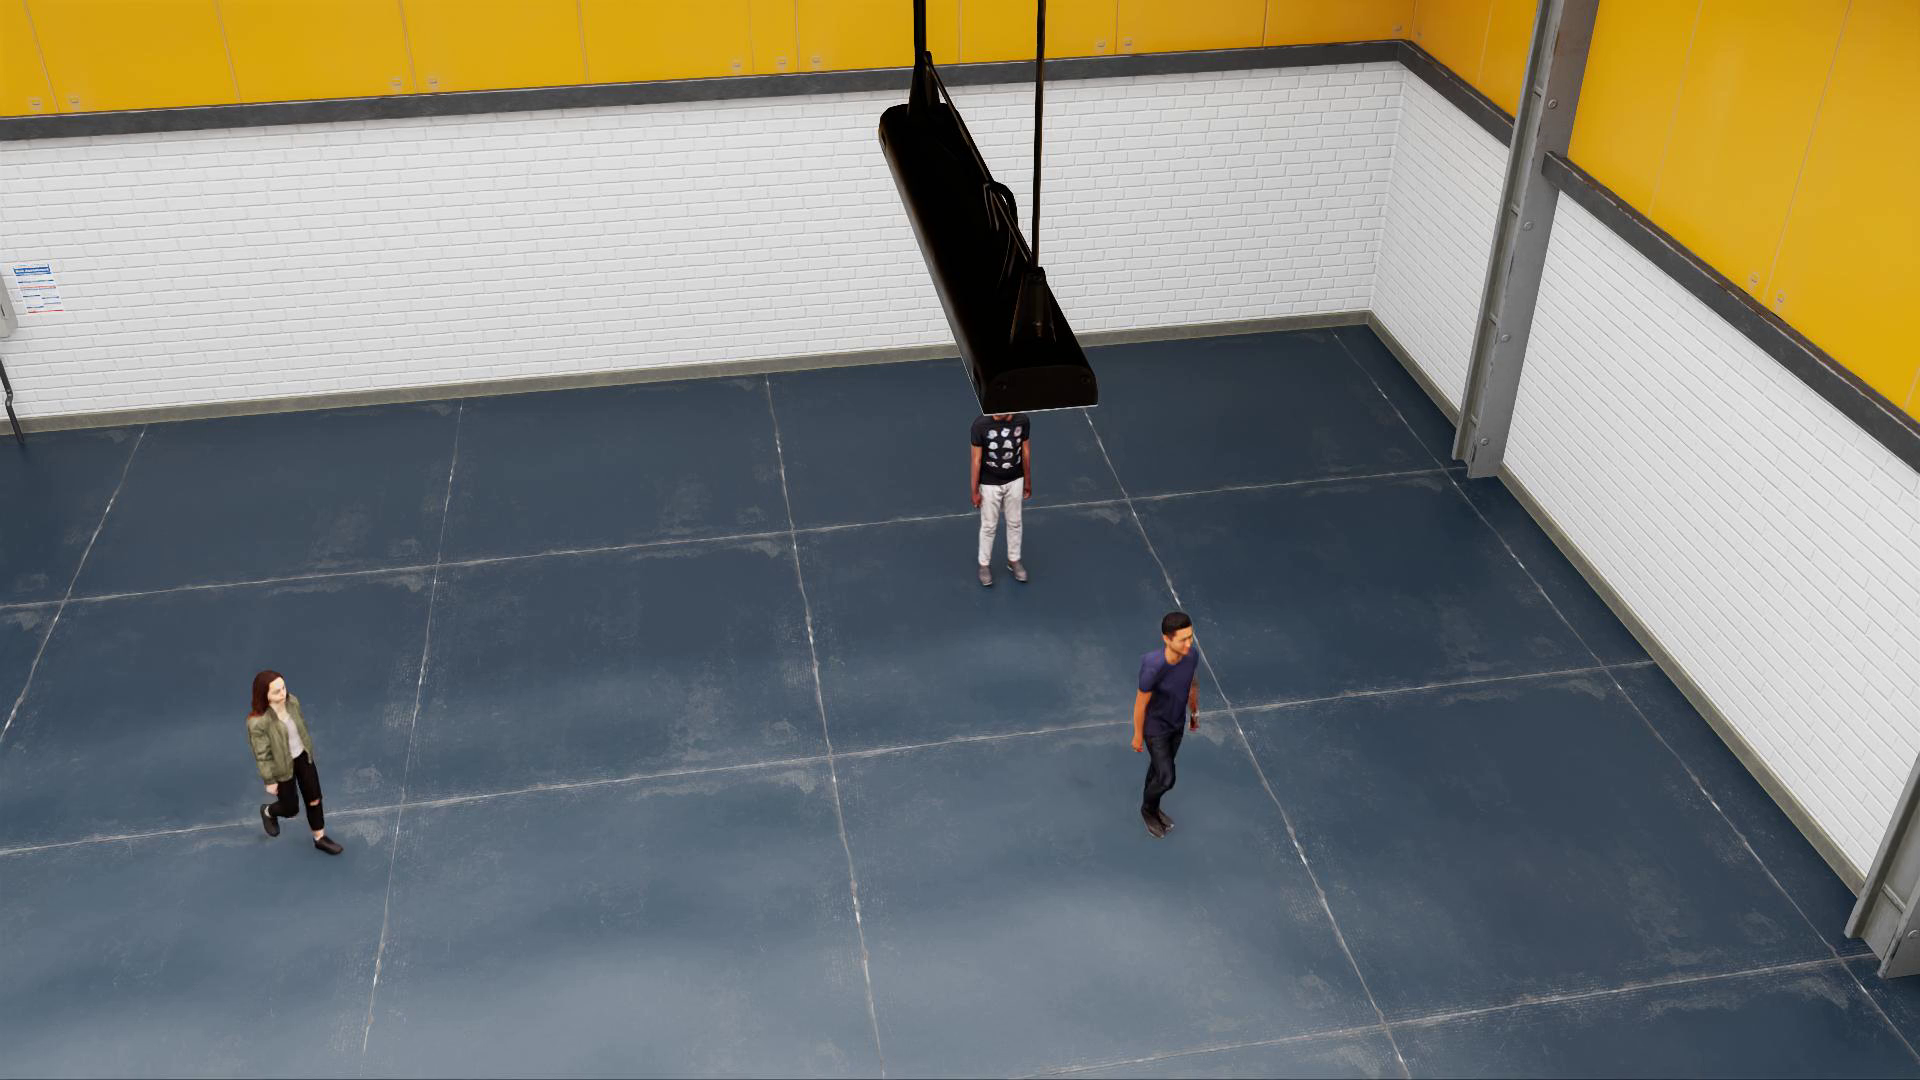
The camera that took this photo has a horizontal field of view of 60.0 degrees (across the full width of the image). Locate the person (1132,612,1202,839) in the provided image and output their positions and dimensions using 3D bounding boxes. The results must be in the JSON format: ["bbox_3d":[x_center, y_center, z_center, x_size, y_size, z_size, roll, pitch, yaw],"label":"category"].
[{"bbox_3d":[1.286,1.163,10.968,0.767,1.785,0.776,-25,41,-32],"label":"person"}]

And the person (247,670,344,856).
[{"bbox_3d":[-4.419,1.450,10.824,0.910,1.466,0.875,17,37,23],"label":"person"}]

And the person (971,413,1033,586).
[{"bbox_3d":[0.330,-0.475,13.417,0.681,1.801,0.628,-9,35,-13],"label":"person"}]
